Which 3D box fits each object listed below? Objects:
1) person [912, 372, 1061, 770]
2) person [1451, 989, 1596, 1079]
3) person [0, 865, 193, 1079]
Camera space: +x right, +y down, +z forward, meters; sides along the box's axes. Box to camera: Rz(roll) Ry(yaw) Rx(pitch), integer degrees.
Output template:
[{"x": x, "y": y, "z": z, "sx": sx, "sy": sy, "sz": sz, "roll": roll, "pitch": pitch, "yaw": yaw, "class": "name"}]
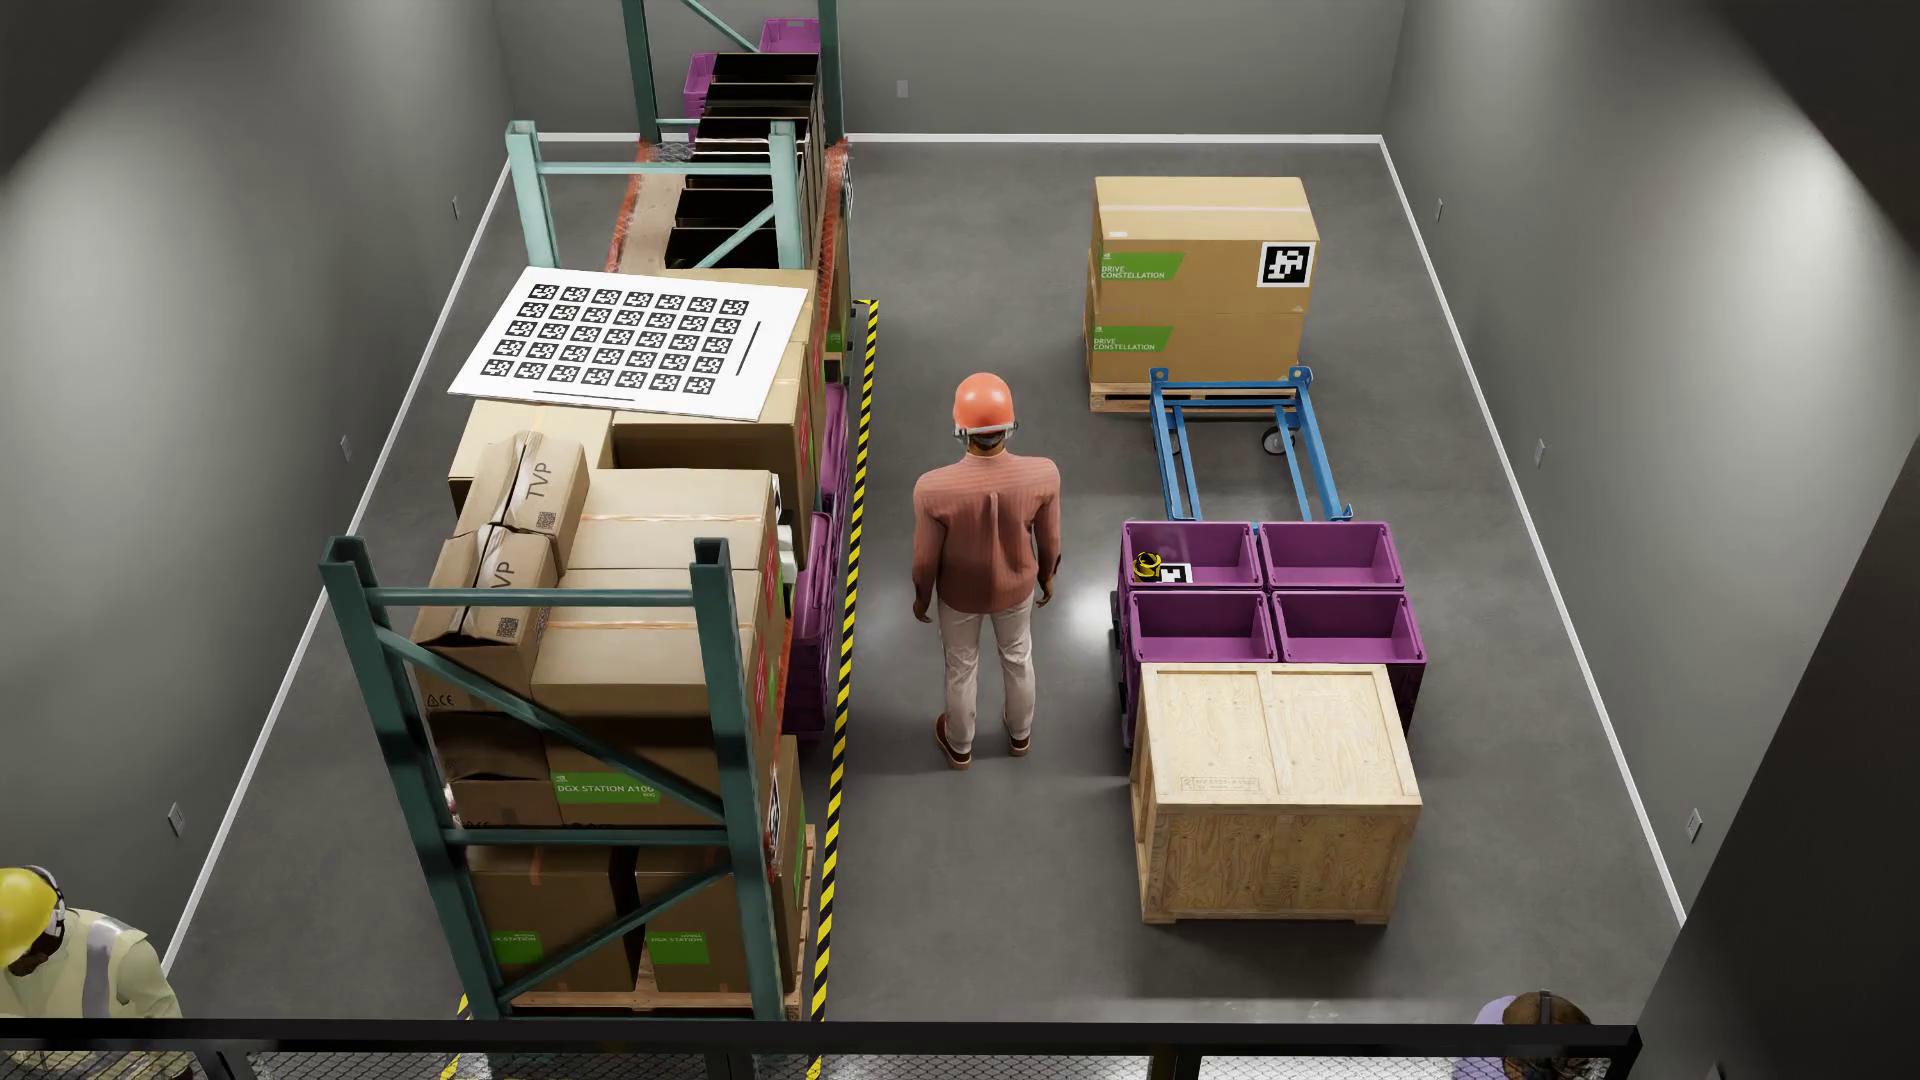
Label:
[{"x": 0.101, "y": 0.159, "z": 6.890, "sx": 0.624, "sy": 1.991, "sz": 0.394, "roll": -9, "pitch": 42, "yaw": -10, "class": "person"}, {"x": 1.530, "y": 1.936, "z": 4.906, "sx": 0.373, "sy": 1.940, "sz": 0.629, "roll": 11, "pitch": 42, "yaw": 12, "class": "person"}, {"x": -2.754, "y": 1.647, "z": 5.318, "sx": 0.587, "sy": 1.828, "sz": 0.404, "roll": 1, "pitch": 41, "yaw": 2, "class": "person"}]
